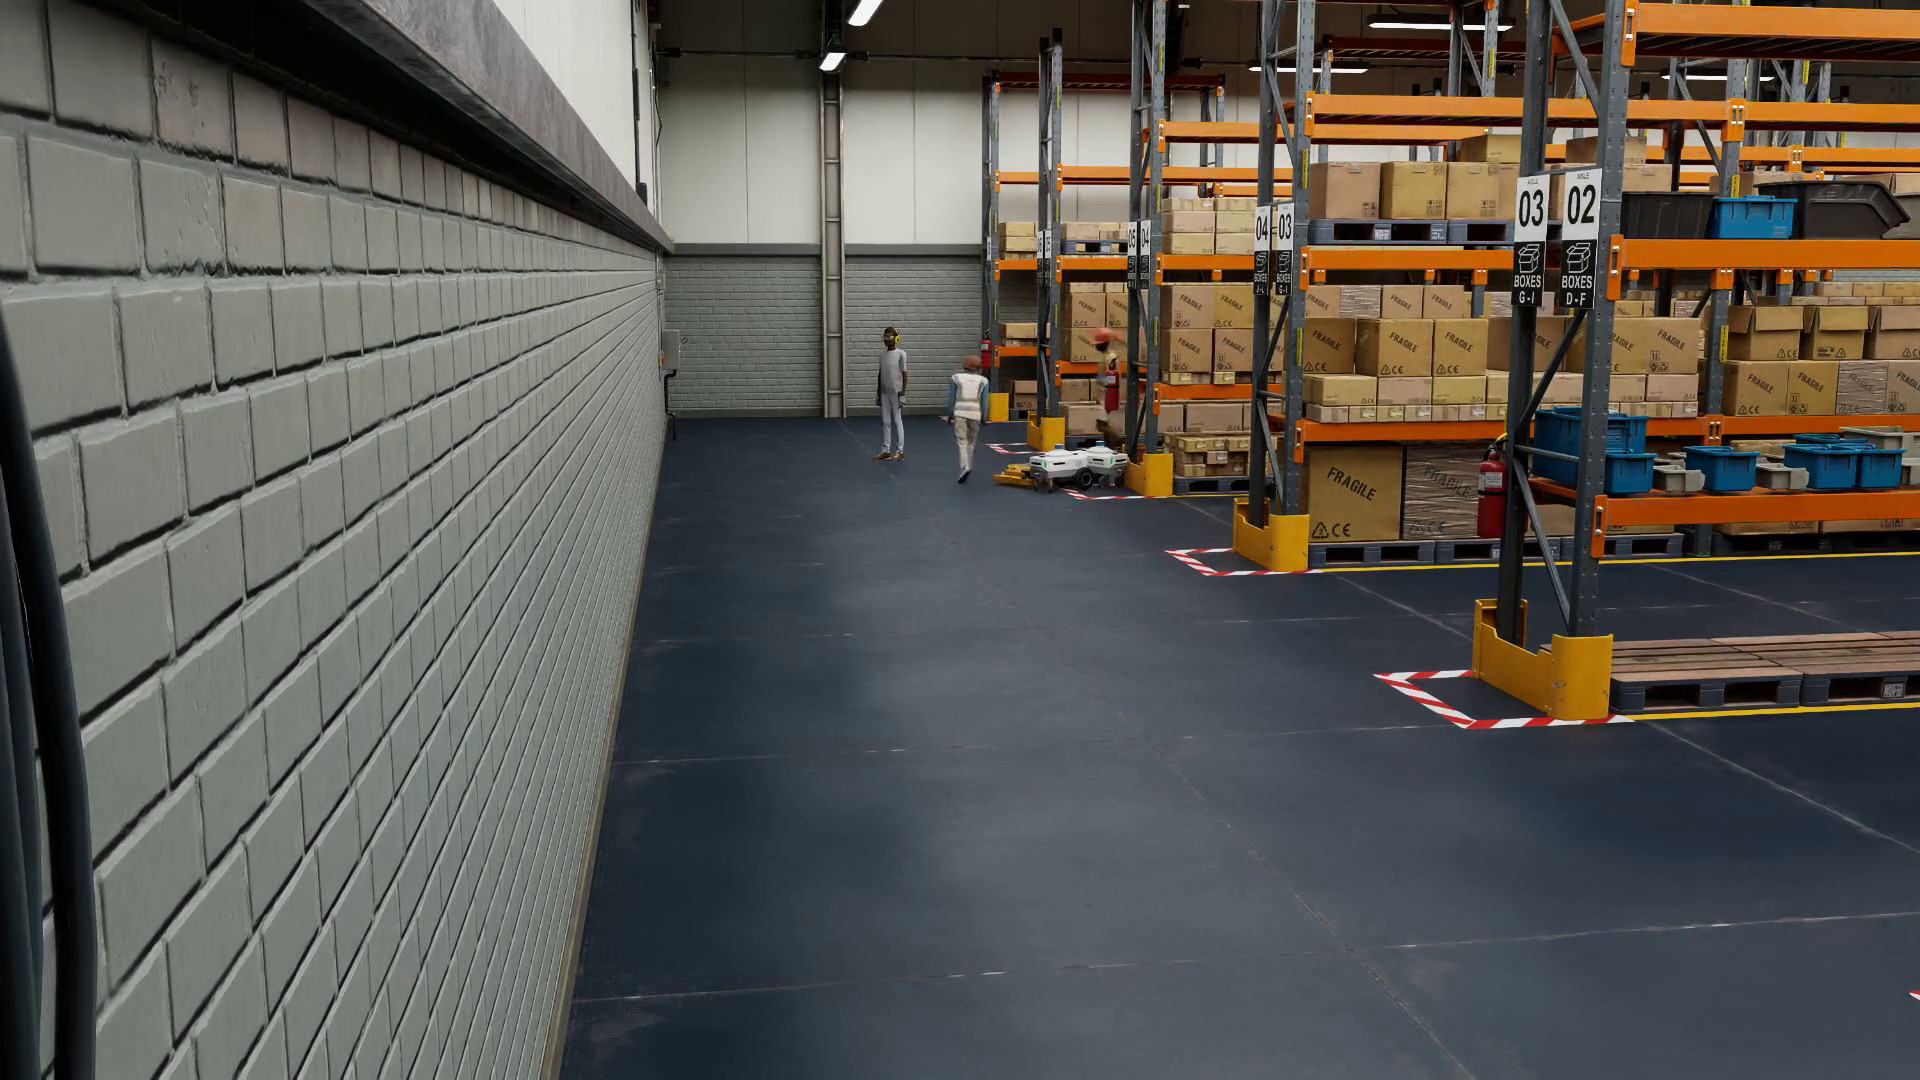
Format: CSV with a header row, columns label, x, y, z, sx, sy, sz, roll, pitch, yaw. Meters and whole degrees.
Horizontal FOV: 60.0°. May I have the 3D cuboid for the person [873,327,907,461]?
label,x,y,z,sx,sy,sz,roll,pitch,yaw
person,-0.971,-2.036,23.221,0.514,1.877,0.328,7,11,35

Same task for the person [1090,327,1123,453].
label,x,y,z,sx,sy,sz,roll,pitch,yaw
person,1.984,-1.921,22.420,0.511,1.908,0.705,0,9,2

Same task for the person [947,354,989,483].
label,x,y,z,sx,sy,sz,roll,pitch,yaw
person,0.110,-1.535,20.950,0.542,1.603,0.791,-1,9,-7

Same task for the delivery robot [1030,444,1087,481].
label,x,y,z,sx,sy,sz,roll,pitch,yaw
delivery robot,1.188,-0.917,20.084,0.707,0.478,0.477,-7,11,-35

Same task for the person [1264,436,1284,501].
label,x,y,z,sx,sy,sz,roll,pitch,yaw
person,3.894,-1.359,19.057,1.012,1.875,0.554,-2,9,-11

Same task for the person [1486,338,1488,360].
label,x,y,z,sx,sy,sz,roll,pitch,yaw
person,5.788,-1.412,18.975,1.018,1.990,0.631,0,9,0

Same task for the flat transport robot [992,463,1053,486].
label,x,y,z,sx,sy,sz,roll,pitch,yaw
flat transport robot,1.142,-0.861,20.901,1.431,0.197,0.652,-8,12,-42

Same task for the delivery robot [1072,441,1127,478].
label,x,y,z,sx,sy,sz,roll,pitch,yaw
delivery robot,1.719,-0.977,20.456,0.477,0.478,0.707,-9,12,-42

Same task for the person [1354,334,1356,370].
label,x,y,z,sx,sy,sz,roll,pitch,yaw
person,4.102,-1.135,17.284,0.376,1.996,0.621,-6,11,-31
